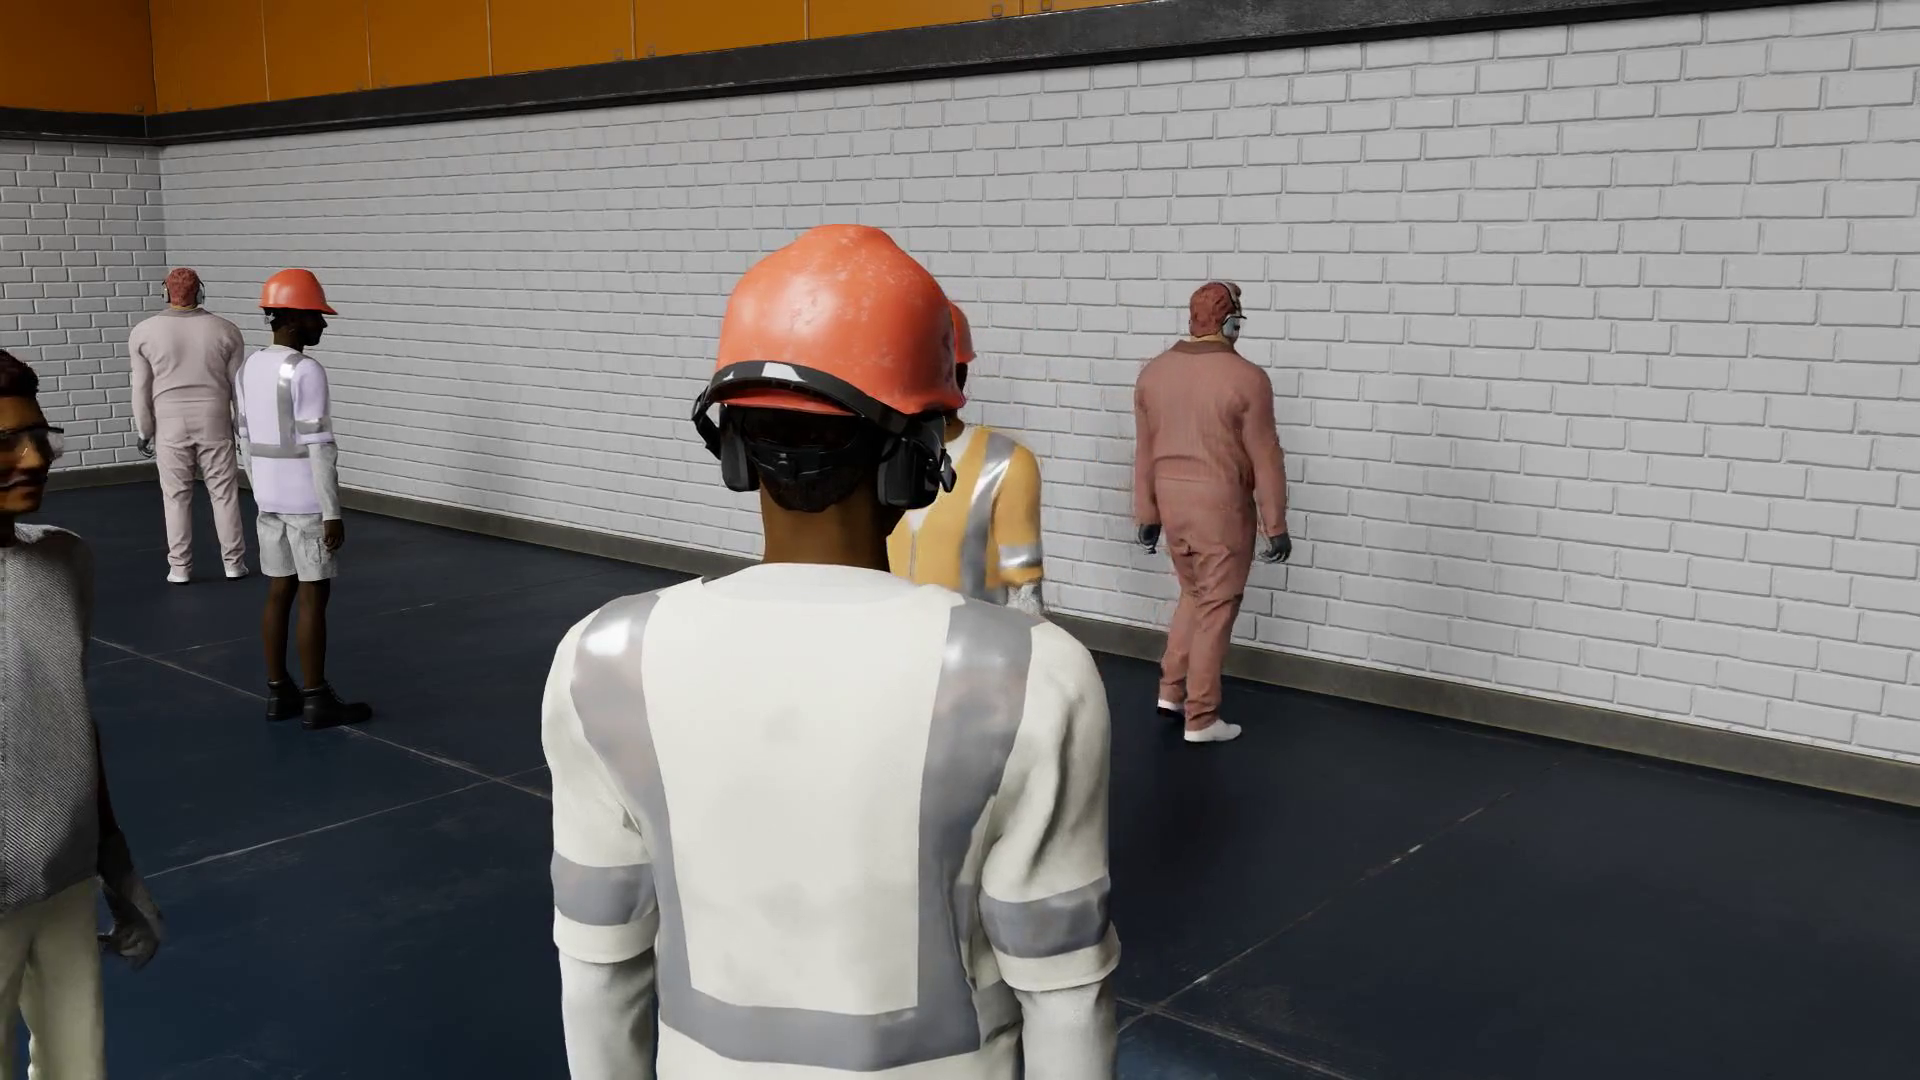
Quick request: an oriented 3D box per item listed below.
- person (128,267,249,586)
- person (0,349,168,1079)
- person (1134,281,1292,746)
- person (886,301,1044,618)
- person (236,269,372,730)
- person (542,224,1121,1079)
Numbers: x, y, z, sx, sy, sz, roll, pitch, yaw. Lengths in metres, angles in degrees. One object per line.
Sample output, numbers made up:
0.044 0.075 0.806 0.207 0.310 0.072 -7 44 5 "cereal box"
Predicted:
-4.626 -0.682 10.044 0.655 1.906 0.407 -5 11 -27 "person"
-1.600 0.613 2.825 0.420 1.879 0.571 3 10 15 "person"
1.051 -0.099 6.771 0.495 1.890 0.654 -8 13 -39 "person"
-0.042 0.330 4.247 0.549 1.920 0.606 4 11 22 "person"
-2.786 -0.169 7.046 0.551 1.933 0.366 7 12 35 "person"
-0.127 0.694 1.826 0.605 2.044 0.375 2 10 11 "person"
